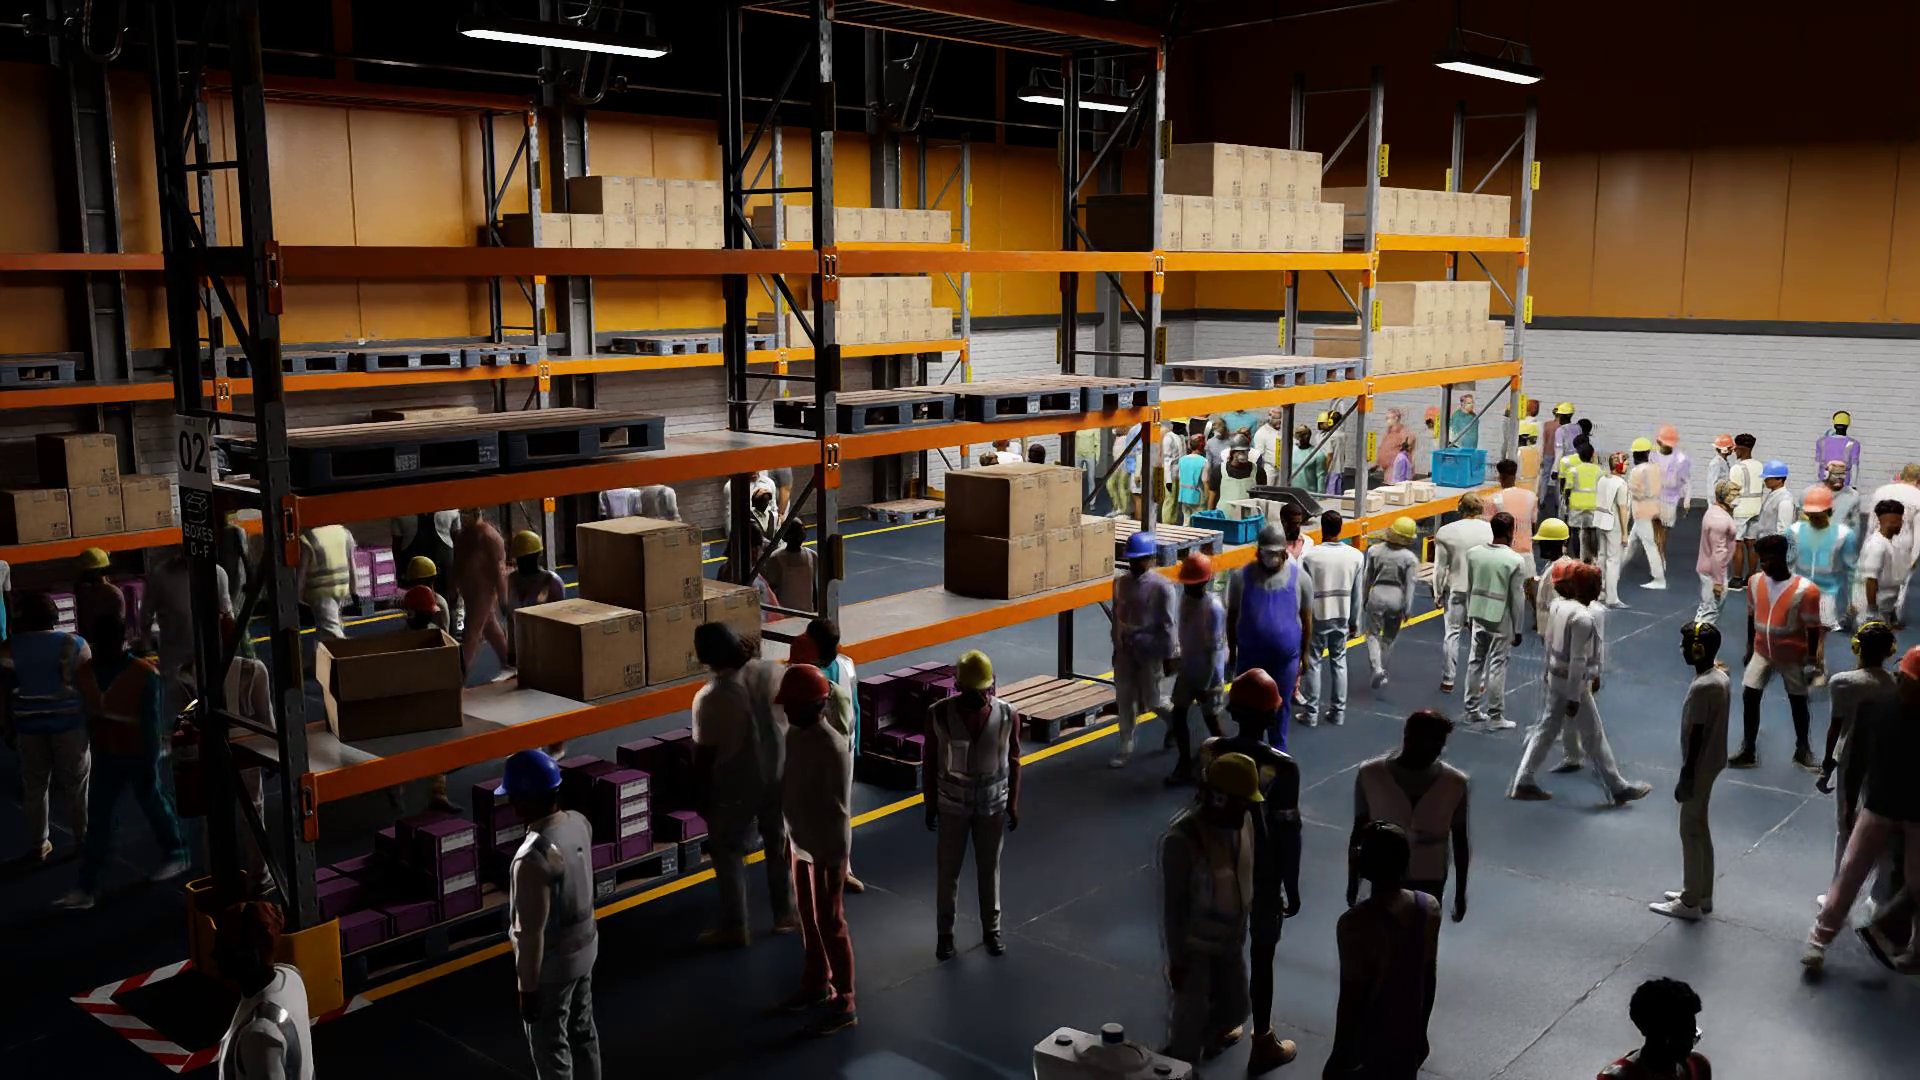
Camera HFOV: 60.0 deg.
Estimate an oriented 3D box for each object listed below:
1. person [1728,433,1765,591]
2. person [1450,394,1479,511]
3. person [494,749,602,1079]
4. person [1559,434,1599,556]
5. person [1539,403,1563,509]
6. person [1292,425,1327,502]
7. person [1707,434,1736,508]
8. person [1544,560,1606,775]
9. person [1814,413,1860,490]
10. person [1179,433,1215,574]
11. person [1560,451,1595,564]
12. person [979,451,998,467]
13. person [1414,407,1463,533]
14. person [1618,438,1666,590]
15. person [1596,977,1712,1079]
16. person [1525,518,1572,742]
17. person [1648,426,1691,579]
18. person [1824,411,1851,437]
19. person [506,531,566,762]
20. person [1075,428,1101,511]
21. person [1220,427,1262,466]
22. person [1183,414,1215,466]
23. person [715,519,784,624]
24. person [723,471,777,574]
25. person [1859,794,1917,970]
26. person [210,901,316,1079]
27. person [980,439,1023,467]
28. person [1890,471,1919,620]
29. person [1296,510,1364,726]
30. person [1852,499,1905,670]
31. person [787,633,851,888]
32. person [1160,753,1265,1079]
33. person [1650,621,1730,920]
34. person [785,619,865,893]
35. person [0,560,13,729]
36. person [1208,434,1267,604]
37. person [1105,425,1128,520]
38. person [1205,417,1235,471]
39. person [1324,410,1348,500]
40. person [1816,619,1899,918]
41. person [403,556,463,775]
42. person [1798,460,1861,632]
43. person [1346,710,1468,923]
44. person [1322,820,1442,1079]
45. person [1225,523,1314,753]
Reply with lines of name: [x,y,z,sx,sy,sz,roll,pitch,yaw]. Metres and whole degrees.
person: [9.711,-0.347,20.617,0.607,1.958,0.384,-6,11,-31]
person: [8.272,-1.432,27.238,0.642,1.908,0.407,-7,12,-35]
person: [-1.831,1.871,7.430,0.417,1.939,0.610,2,10,11]
person: [8.546,-0.616,22.989,0.532,1.696,0.319,5,11,28]
person: [9.828,-1.385,27.421,0.532,1.754,0.342,7,12,38]
person: [4.522,-0.560,21.947,0.628,1.937,0.378,9,13,42]
person: [10.244,-0.549,22.409,0.320,1.754,0.571,6,11,32]
person: [4.869,1.012,13.208,0.414,1.723,0.560,-3,10,-18]
person: [12.513,-0.854,23.761,0.589,1.918,0.402,9,13,43]
person: [3.057,-0.467,21.639,0.390,1.850,0.565,-7,12,-34]
person: [8.300,-0.449,22.191,0.519,1.621,0.418,-2,10,-9]
person: [0.335,-0.125,19.617,0.345,1.846,0.508,2,10,10]
person: [7.204,-1.028,24.844,1.110,1.900,0.624,1,10,8]
person: [8.457,-0.340,20.830,0.593,1.869,1.000,-9,13,-43]
person: [2.337,2.287,5.655,0.541,1.696,0.316,-5,11,-27]
person: [5.011,0.764,14.102,0.392,1.921,0.587,3,10,18]
person: [9.108,-0.499,21.522,0.615,1.970,1.047,6,11,31]
person: [13.130,-1.020,24.964,0.324,1.842,0.516,-1,10,-6]
person: [-3.443,0.869,13.440,0.594,1.922,0.386,5,11,29]
person: [2.039,-1.353,27.200,0.526,1.762,0.338,2,10,12]
person: [3.796,-0.608,22.498,0.571,1.843,0.373,3,10,16]
person: [3.696,-1.190,25.447,0.615,2.028,0.409,7,12,37]
person: [-1.668,0.835,13.301,0.536,2.000,0.673,-4,10,-23]
person: [-2.381,-0.060,19.088,0.642,1.899,0.397,-5,11,-29]
person: [5.483,1.533,9.601,0.712,1.892,0.626,-4,10,-21]
person: [-2.427,2.165,5.835,0.356,1.883,0.574,-3,10,-16]
person: [0.544,-0.491,21.709,0.585,1.878,0.362,1,10,4]
person: [10.539,0.080,18.705,0.348,1.740,0.574,5,11,26]
person: [3.240,0.689,14.581,0.600,1.908,0.396,-2,10,-14]
person: [8.259,0.600,15.035,0.419,1.935,0.656,8,13,41]
person: [-0.955,1.437,10.578,0.559,1.746,0.332,7,12,38]
person: [1.174,1.866,7.845,0.633,1.803,0.462,-8,13,-41]
person: [4.578,1.425,10.345,0.336,1.856,0.529,7,12,36]
person: [-0.883,1.394,10.610,0.635,1.831,0.429,-9,13,-44]
person: [-8.313,0.792,14.152,0.346,1.843,0.507,5,11,28]
person: [3.284,-0.234,19.681,0.689,2.000,0.539,1,10,6]
person: [2.474,-1.101,26.114,0.456,1.615,0.513,-1,10,-7]
person: [3.784,-0.805,23.547,0.667,1.904,0.565,5,11,27]
person: [5.528,-0.988,24.690,0.328,1.873,0.517,9,13,43]
person: [5.605,1.420,10.320,0.526,1.869,0.315,1,10,8]
person: [-4.218,0.990,13.228,0.349,1.758,0.522,-9,13,-43]
person: [9.570,0.064,18.338,0.649,1.902,0.400,2,10,10]
person: [2.268,1.778,8.395,0.600,1.798,0.762,1,10,8]
person: [1.702,2.030,6.746,0.517,1.844,0.329,-5,11,-28]
person: [2.466,0.840,13.270,0.693,2.000,0.658,2,10,11]
